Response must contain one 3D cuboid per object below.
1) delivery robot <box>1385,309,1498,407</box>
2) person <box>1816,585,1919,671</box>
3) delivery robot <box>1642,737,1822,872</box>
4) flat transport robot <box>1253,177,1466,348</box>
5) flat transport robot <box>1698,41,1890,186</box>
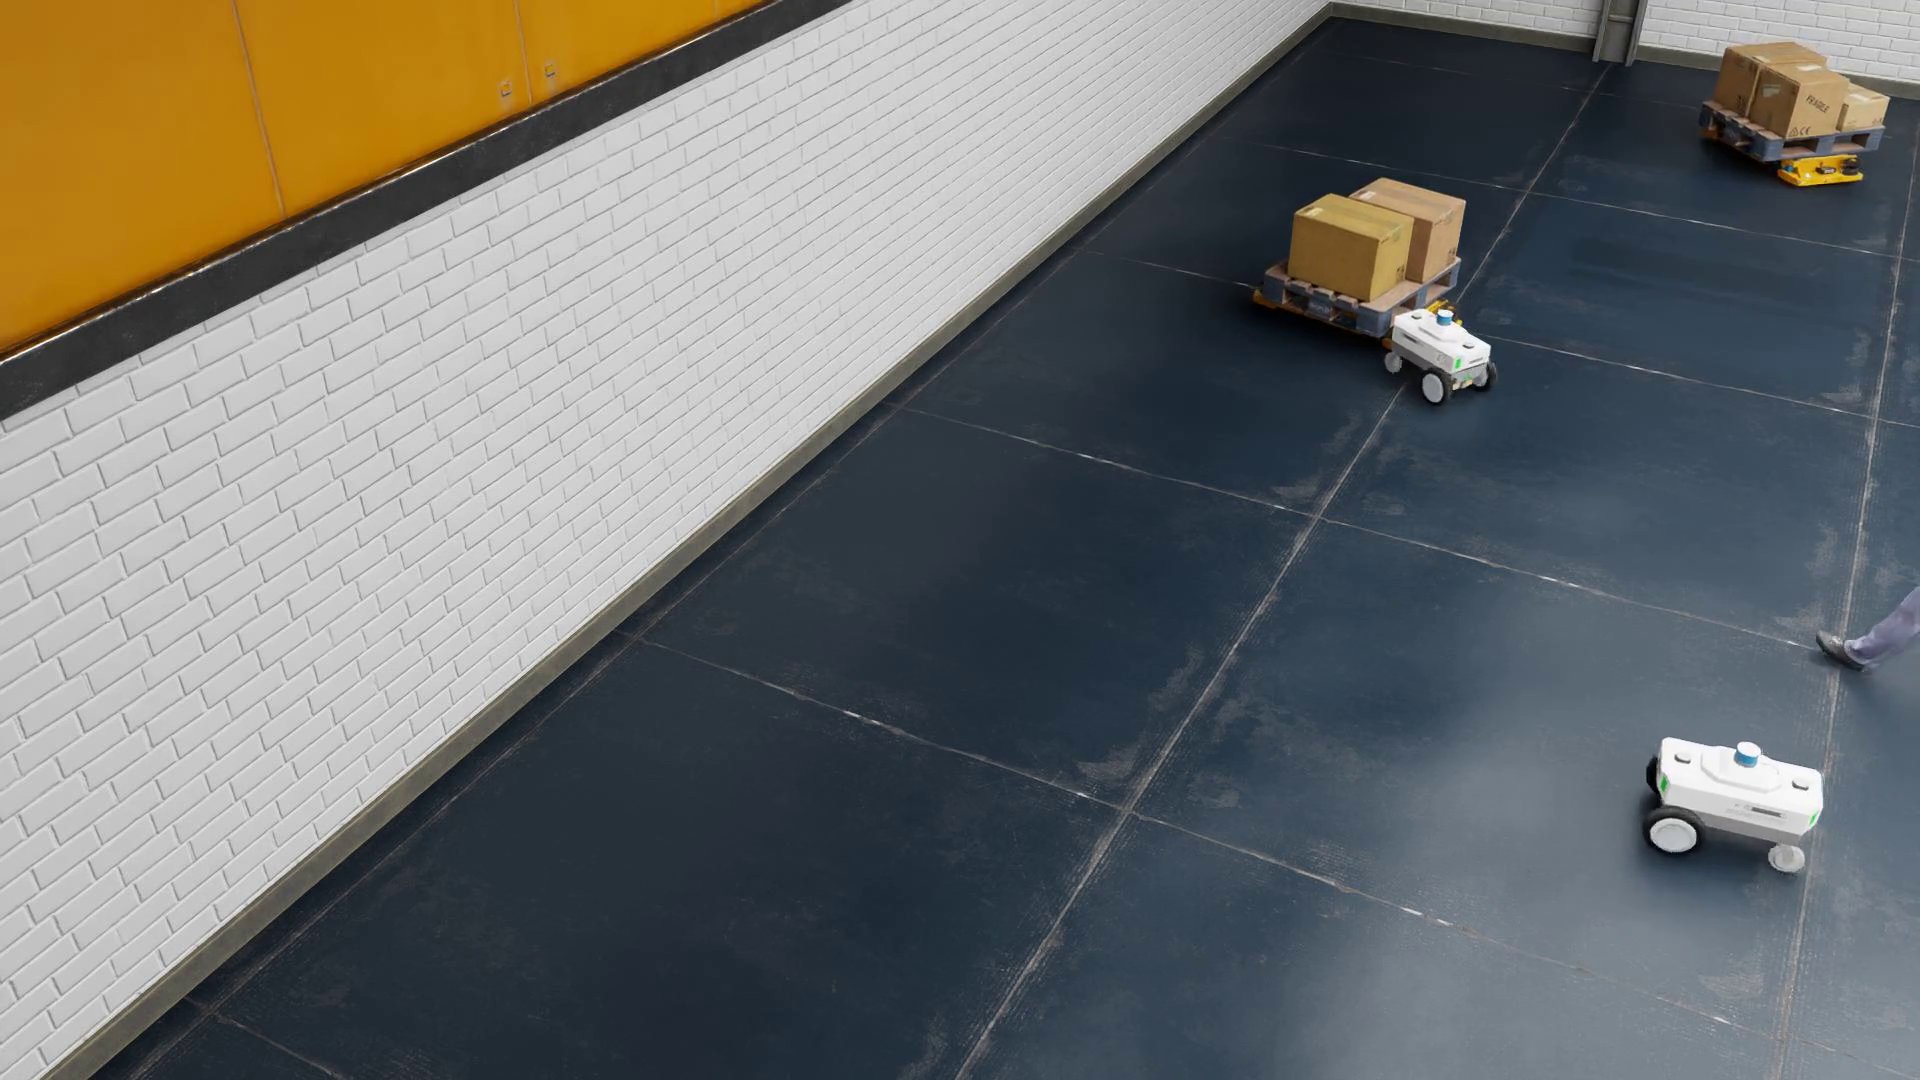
[{"bbox_3d":[3.376,-1.308,11.684,0.499,0.614,0.815,-17,38,-24],"label":"delivery robot"},{"bbox_3d":[5.133,0.096,8.479,0.606,1.772,1.023,-22,40,-29],"label":"person"},{"bbox_3d":[3.656,1.222,7.917,0.814,0.610,0.499,12,36,17],"label":"delivery robot"},{"bbox_3d":[3.015,-1.787,12.636,1.431,0.231,0.659,26,42,33],"label":"flat transport robot"},{"bbox_3d":[7.593,-3.626,15.372,0.659,0.231,1.431,-8,35,-12],"label":"flat transport robot"}]
